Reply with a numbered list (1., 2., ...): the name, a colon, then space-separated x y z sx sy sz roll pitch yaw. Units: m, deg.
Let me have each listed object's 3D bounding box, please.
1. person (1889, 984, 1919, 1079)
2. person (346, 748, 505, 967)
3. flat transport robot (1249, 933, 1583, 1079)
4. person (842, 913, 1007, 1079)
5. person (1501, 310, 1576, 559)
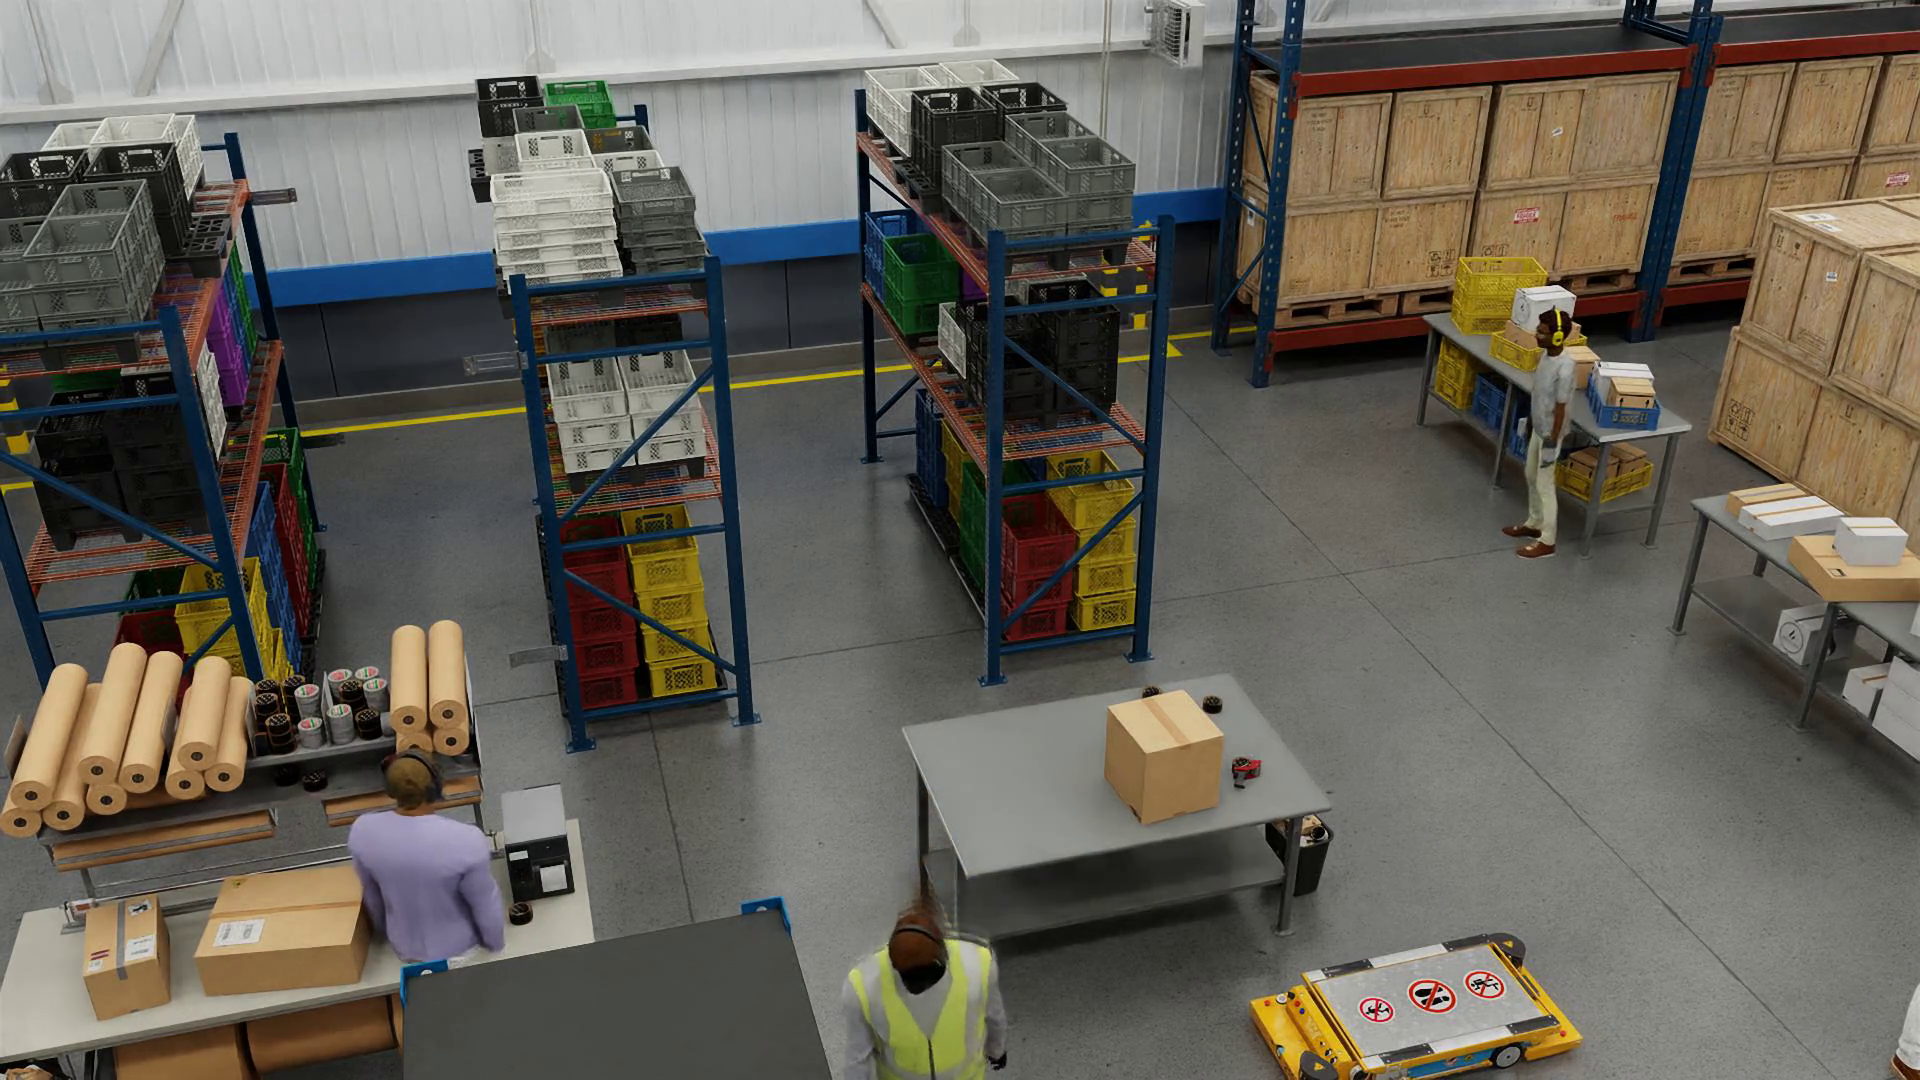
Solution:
1. person: 4.585 1.687 7.401 0.580 1.884 0.352 -15 32 -26
2. person: -2.278 1.739 7.263 0.629 1.931 0.368 5 29 9
3. flat transport robot: 2.184 2.282 7.980 1.431 0.197 0.652 -8 30 -14
4. person: -0.124 2.152 6.670 0.688 1.771 0.973 -3 29 -6
5. person: 4.182 -0.765 11.902 0.371 1.856 0.527 0 29 -1
